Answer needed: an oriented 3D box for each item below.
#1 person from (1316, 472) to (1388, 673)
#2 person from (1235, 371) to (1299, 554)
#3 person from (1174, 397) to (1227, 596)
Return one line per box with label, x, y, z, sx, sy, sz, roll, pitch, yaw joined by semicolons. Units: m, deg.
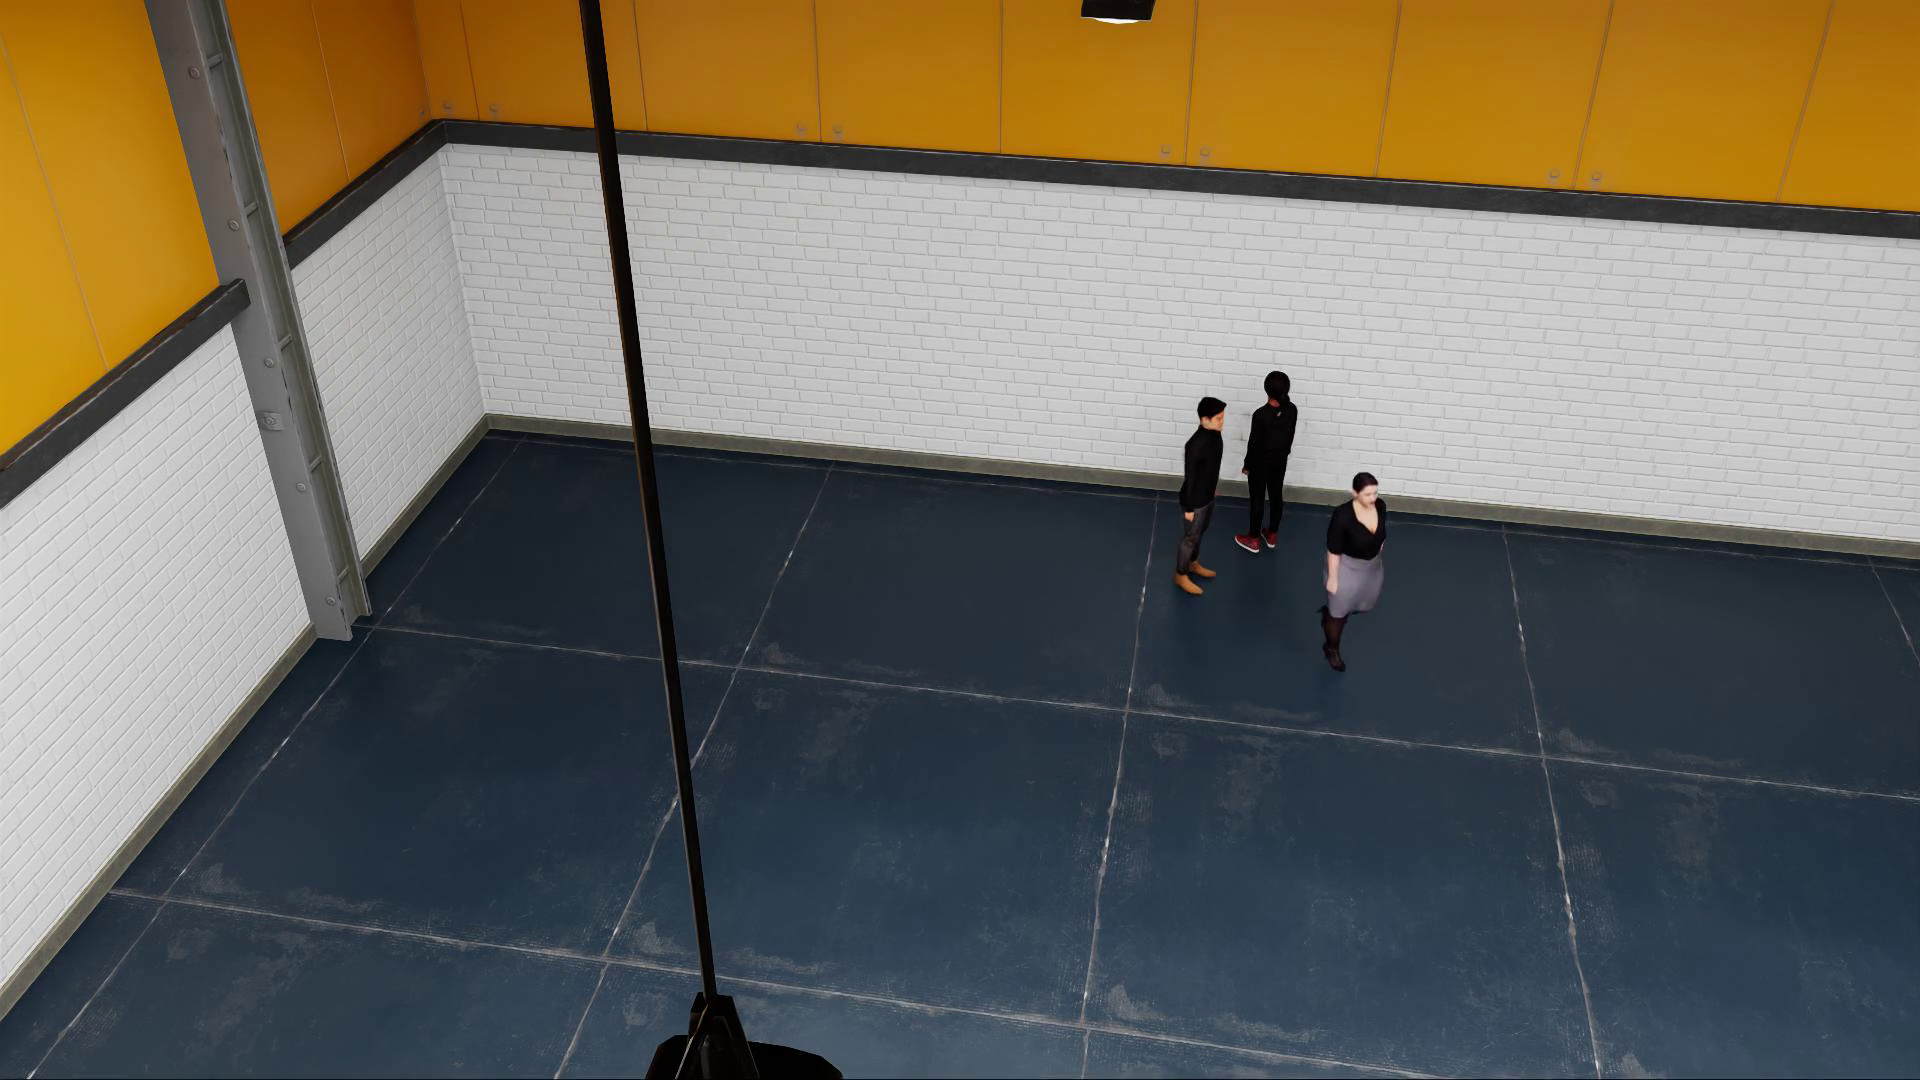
person;2.867;0.189;12.447;0.905;1.743;0.973;-17;37;-24
person;2.560;-0.657;13.783;0.687;1.674;0.713;-13;36;-19
person;1.915;-0.389;13.337;0.786;1.721;0.618;19;38;26
